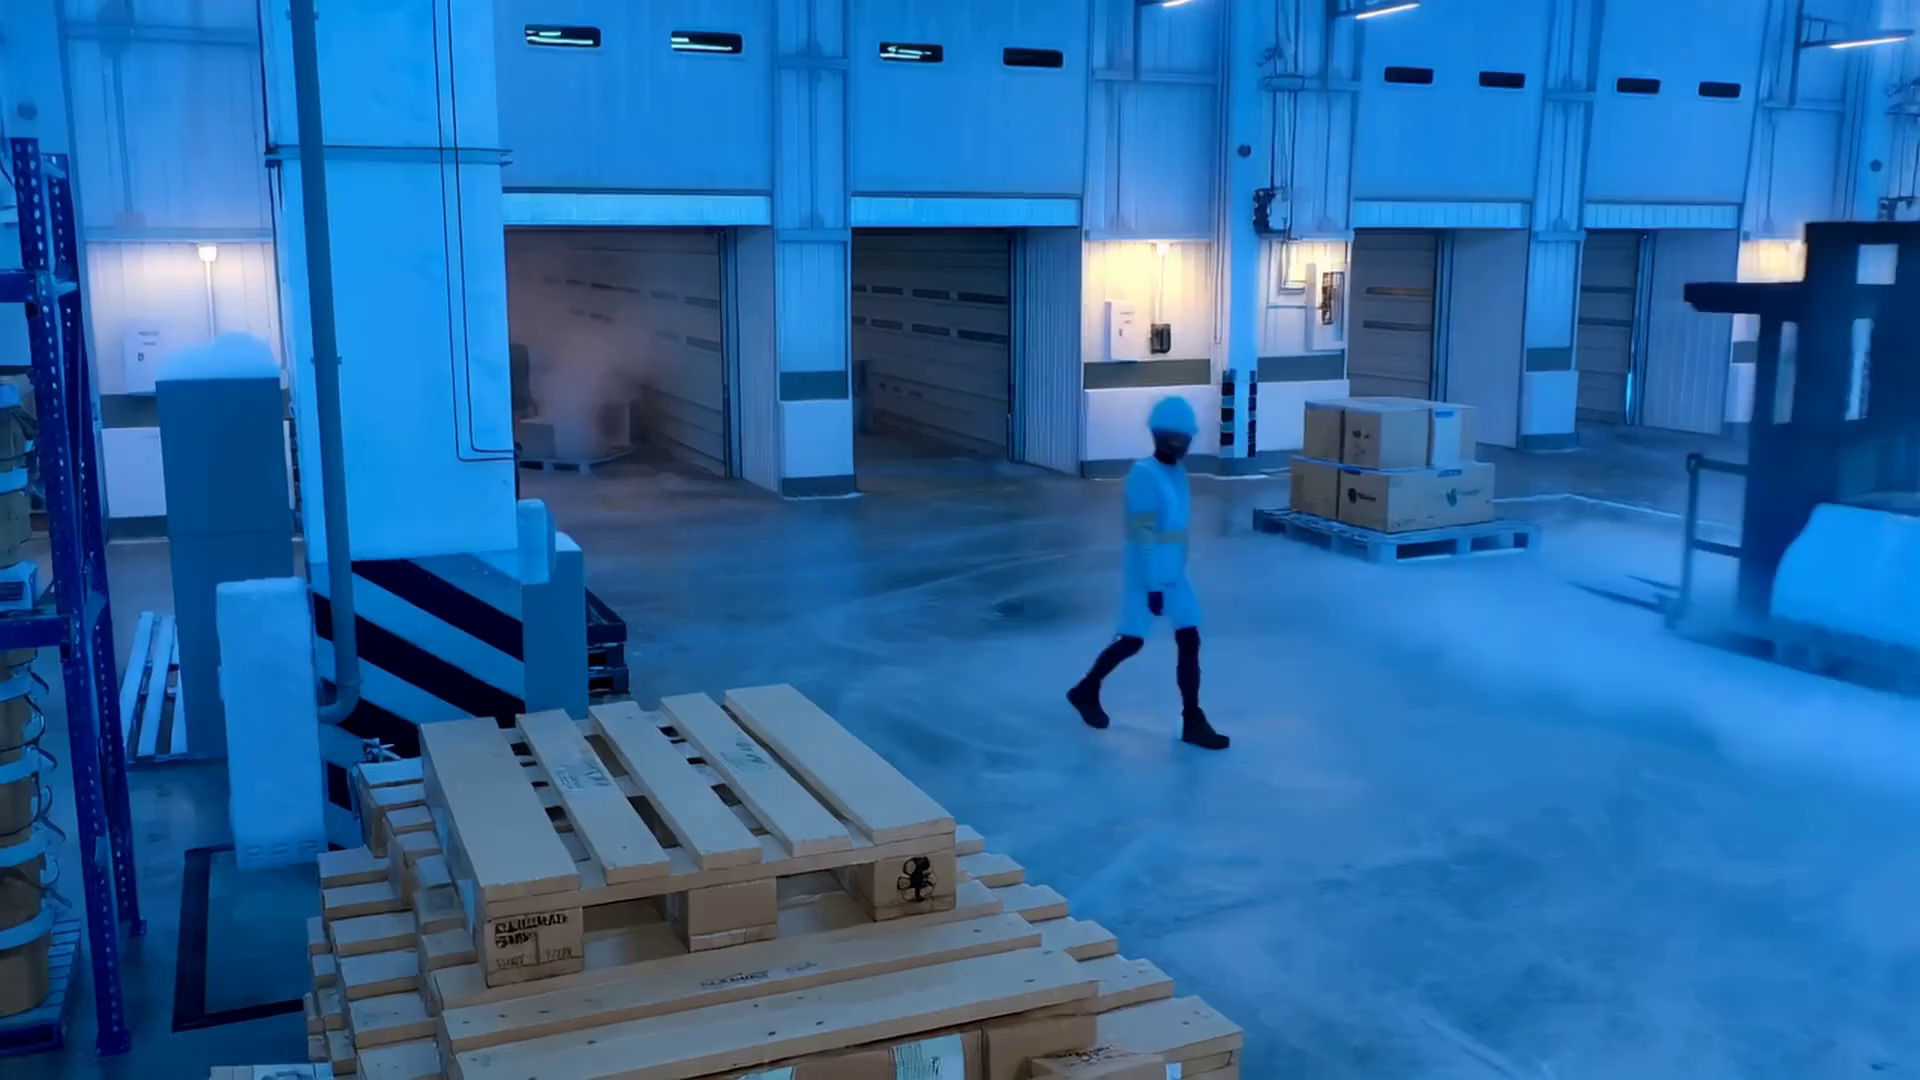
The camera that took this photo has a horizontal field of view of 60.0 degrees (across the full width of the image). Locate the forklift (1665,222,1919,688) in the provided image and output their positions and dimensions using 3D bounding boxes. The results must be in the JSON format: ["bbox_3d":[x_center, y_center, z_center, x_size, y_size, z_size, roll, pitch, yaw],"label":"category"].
[{"bbox_3d":[5.764,-0.627,10.644,1.129,2.768,1.873,-4,11,-23],"label":"forklift"}]

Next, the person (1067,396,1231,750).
[{"bbox_3d":[1.027,0.157,9.044,0.956,1.908,0.540,8,13,39],"label":"person"}]
